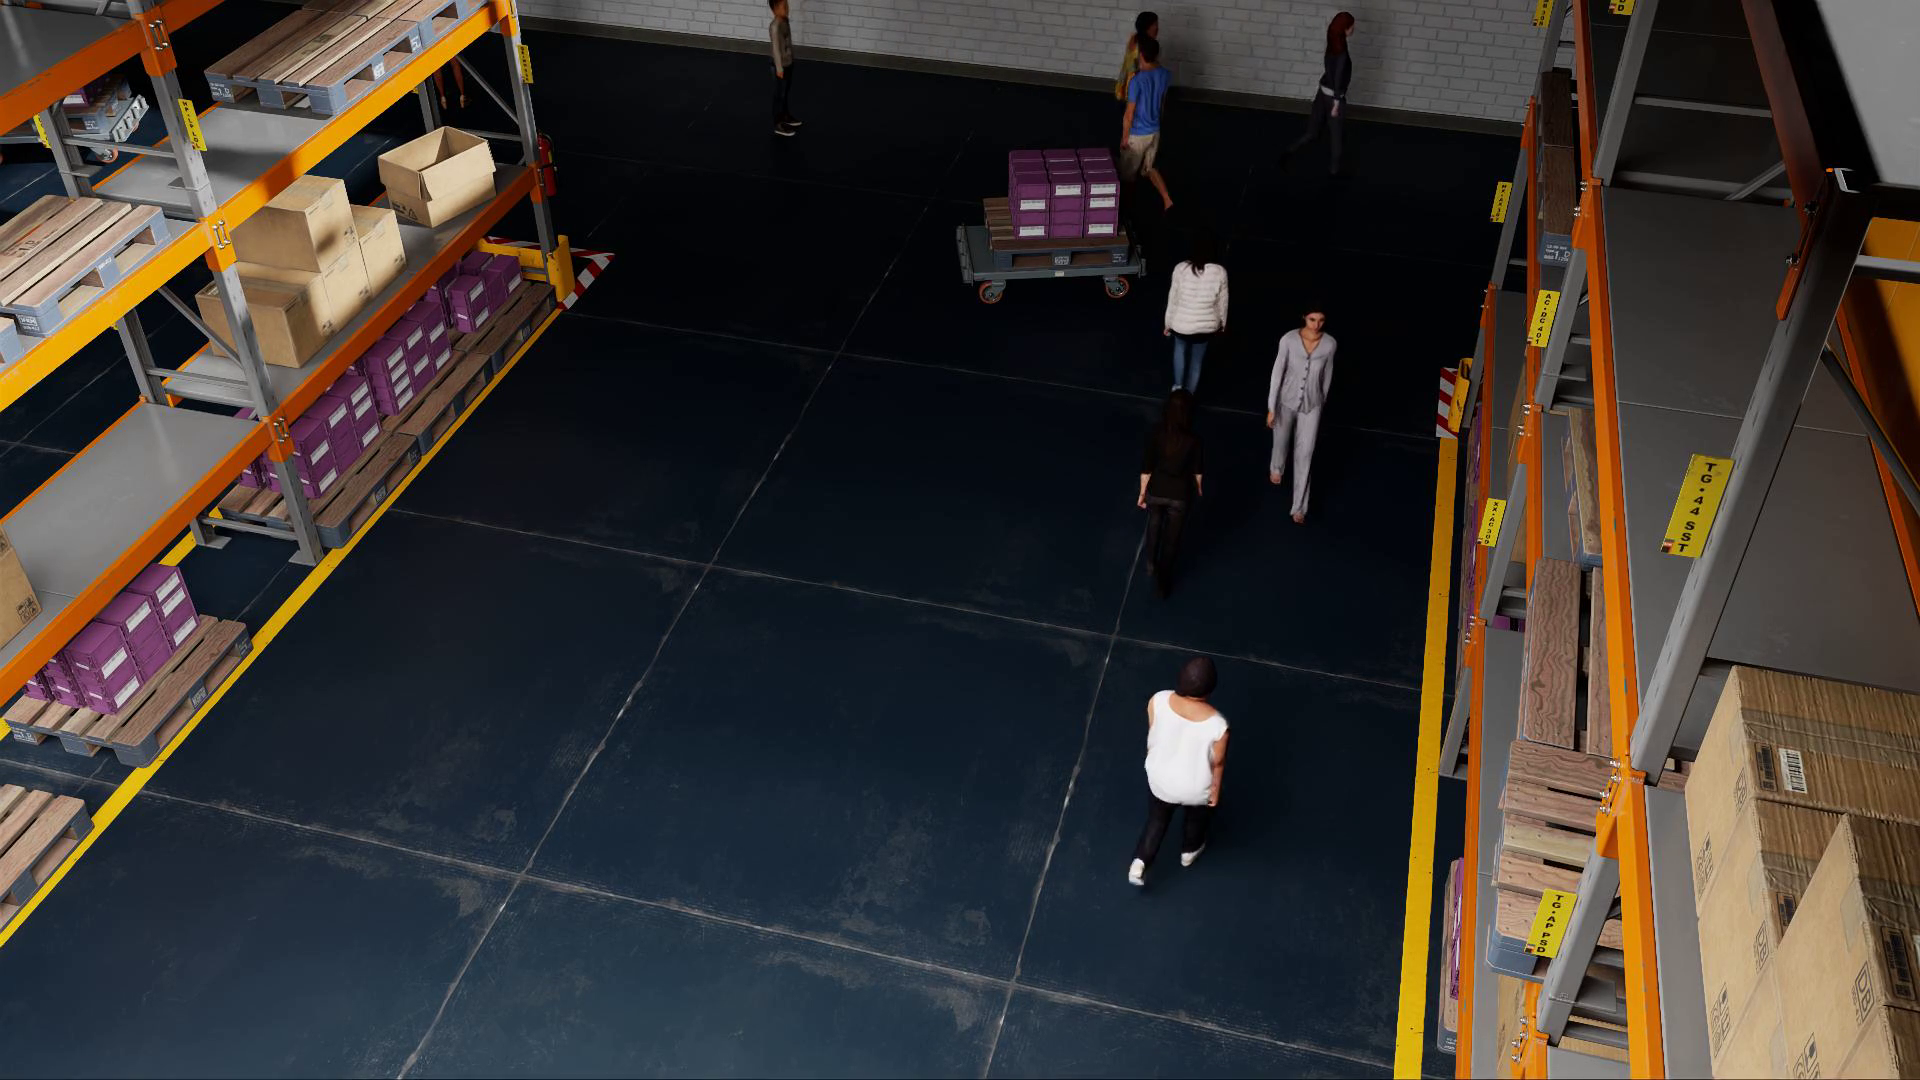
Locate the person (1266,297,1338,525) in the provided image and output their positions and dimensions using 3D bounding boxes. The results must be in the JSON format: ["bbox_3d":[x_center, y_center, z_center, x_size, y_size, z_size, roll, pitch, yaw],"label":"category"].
[{"bbox_3d":[2.477,-1.059,12.317,0.708,1.725,1.124,5,39,6],"label":"person"}]

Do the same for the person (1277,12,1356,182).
[{"bbox_3d":[3.582,-4.338,16.400,0.932,1.753,1.045,-5,39,-7],"label":"person"}]

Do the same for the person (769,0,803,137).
[{"bbox_3d":[-1.876,-5.018,17.484,0.617,1.463,0.429,8,39,10],"label":"person"}]

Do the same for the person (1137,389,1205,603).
[{"bbox_3d":[1.421,-0.259,11.397,0.578,1.623,0.694,13,40,16],"label":"person"}]

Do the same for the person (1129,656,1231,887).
[{"bbox_3d":[1.233,1.328,9.374,0.836,1.669,1.025,23,44,26],"label":"person"}]

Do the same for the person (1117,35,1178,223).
[{"bbox_3d":[1.774,-3.797,15.649,1.008,1.846,1.021,-26,46,-29],"label":"person"}]

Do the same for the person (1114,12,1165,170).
[{"bbox_3d":[1.712,-4.475,16.666,0.923,1.636,0.890,-3,39,-4],"label":"person"}]

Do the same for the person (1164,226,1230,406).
[{"bbox_3d":[1.855,-1.695,13.196,0.672,1.623,0.674,6,39,7],"label":"person"}]
